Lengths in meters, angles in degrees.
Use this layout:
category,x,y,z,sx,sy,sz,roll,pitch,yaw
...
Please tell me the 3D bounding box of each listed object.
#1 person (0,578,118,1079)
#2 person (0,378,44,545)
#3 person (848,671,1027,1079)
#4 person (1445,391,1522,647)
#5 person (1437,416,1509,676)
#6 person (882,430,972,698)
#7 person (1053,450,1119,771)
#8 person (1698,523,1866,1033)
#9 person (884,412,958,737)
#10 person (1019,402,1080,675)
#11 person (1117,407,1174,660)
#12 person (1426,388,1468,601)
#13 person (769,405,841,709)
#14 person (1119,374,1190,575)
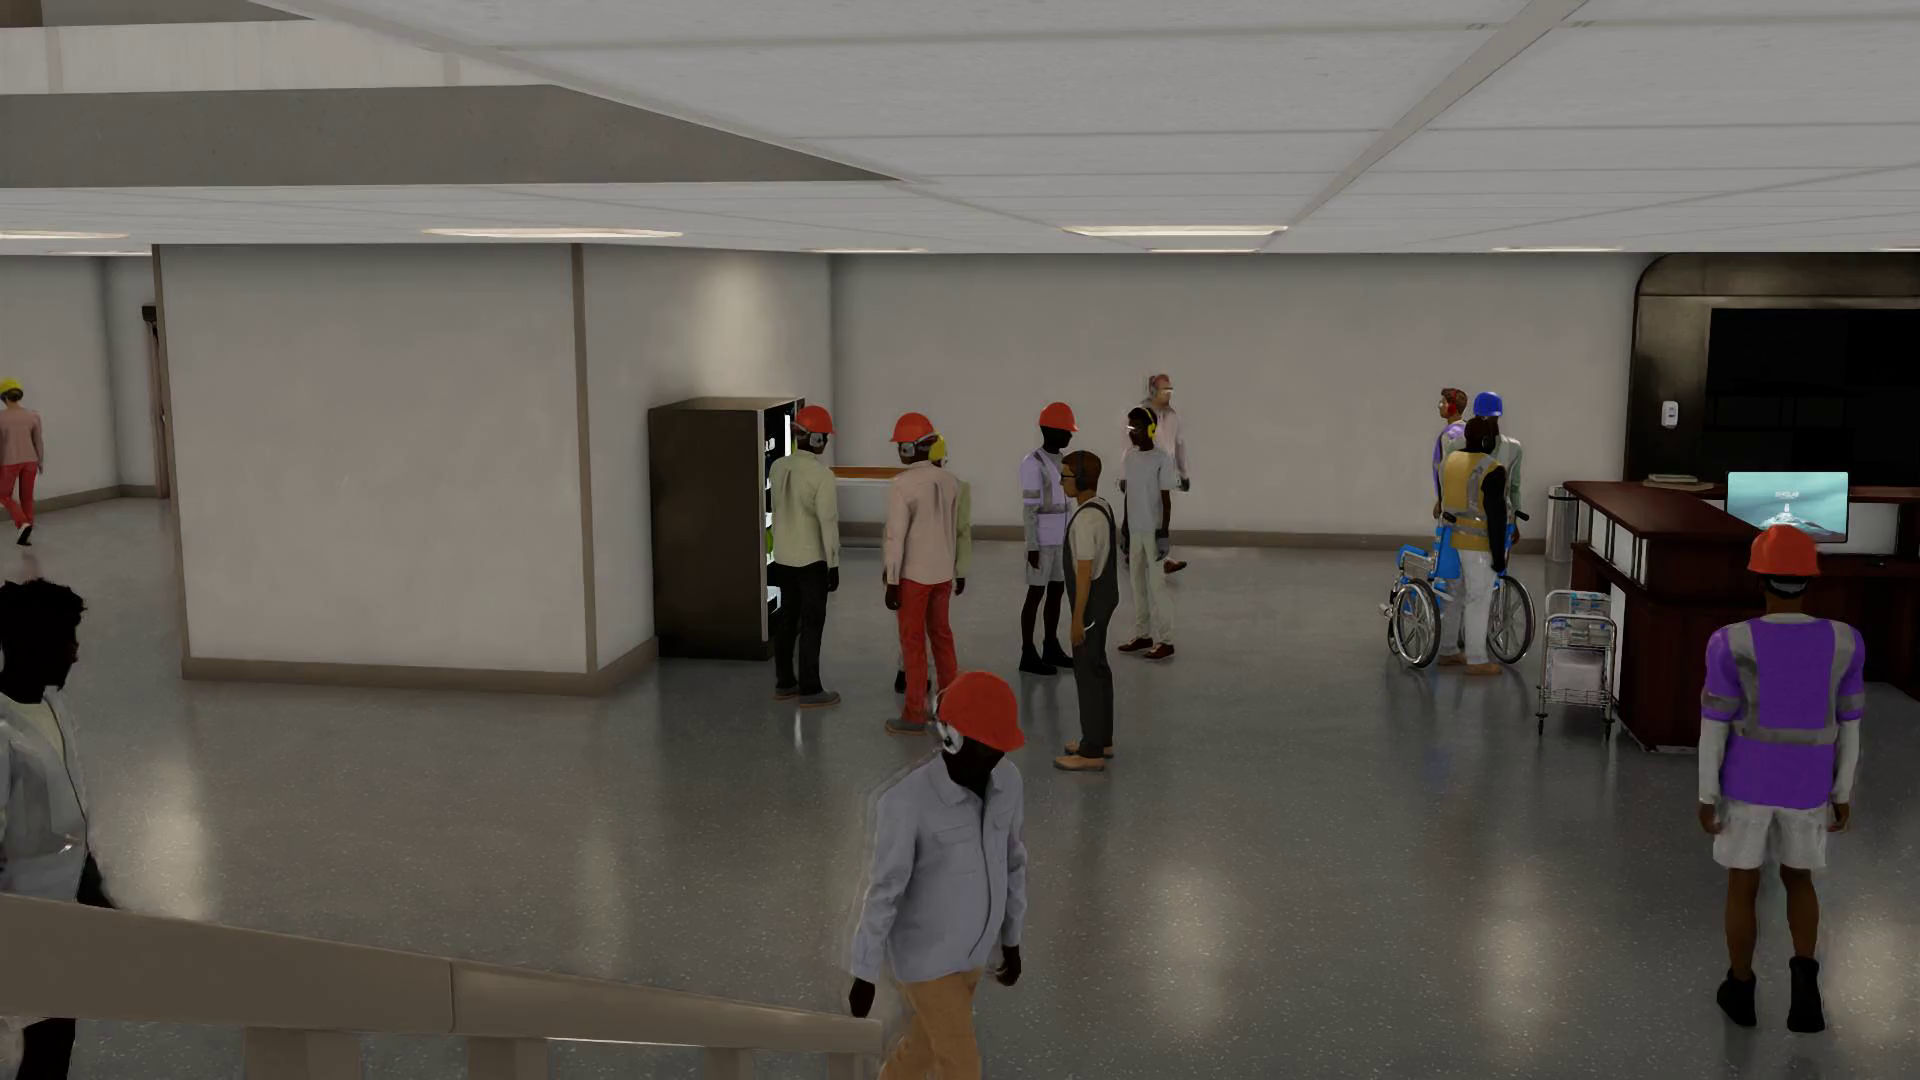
category,x,y,z,sx,sy,sz,roll,pitch,yaw
person,-2.766,1.088,4.980,0.467,1.933,0.664,-2,9,-10
person,-9.680,-0.792,17.104,0.467,1.748,0.542,7,12,38
person,-0.068,1.206,4.989,0.859,1.702,0.616,8,12,40
person,3.938,-0.153,12.570,0.615,1.947,0.388,-1,9,-4
person,3.635,0.037,11.771,0.429,1.835,0.630,-4,10,-21
person,-0.225,0.166,11.028,0.602,1.809,0.427,1,9,6
person,0.727,0.399,9.513,0.347,1.838,0.505,3,10,15
person,3.006,0.902,6.128,0.560,1.927,0.524,2,9,10
person,-0.255,0.207,10.256,0.413,1.985,0.610,7,12,37
person,0.656,-0.014,11.788,0.386,1.929,0.548,7,12,37
person,1.382,-0.054,12.260,0.331,1.858,0.515,-6,11,-35
person,4.223,-0.376,14.255,0.390,1.850,0.565,6,11,31
person,-0.992,0.108,10.876,0.624,1.983,0.417,9,13,44
person,1.871,-0.619,15.680,0.676,1.867,0.955,-8,12,-39
